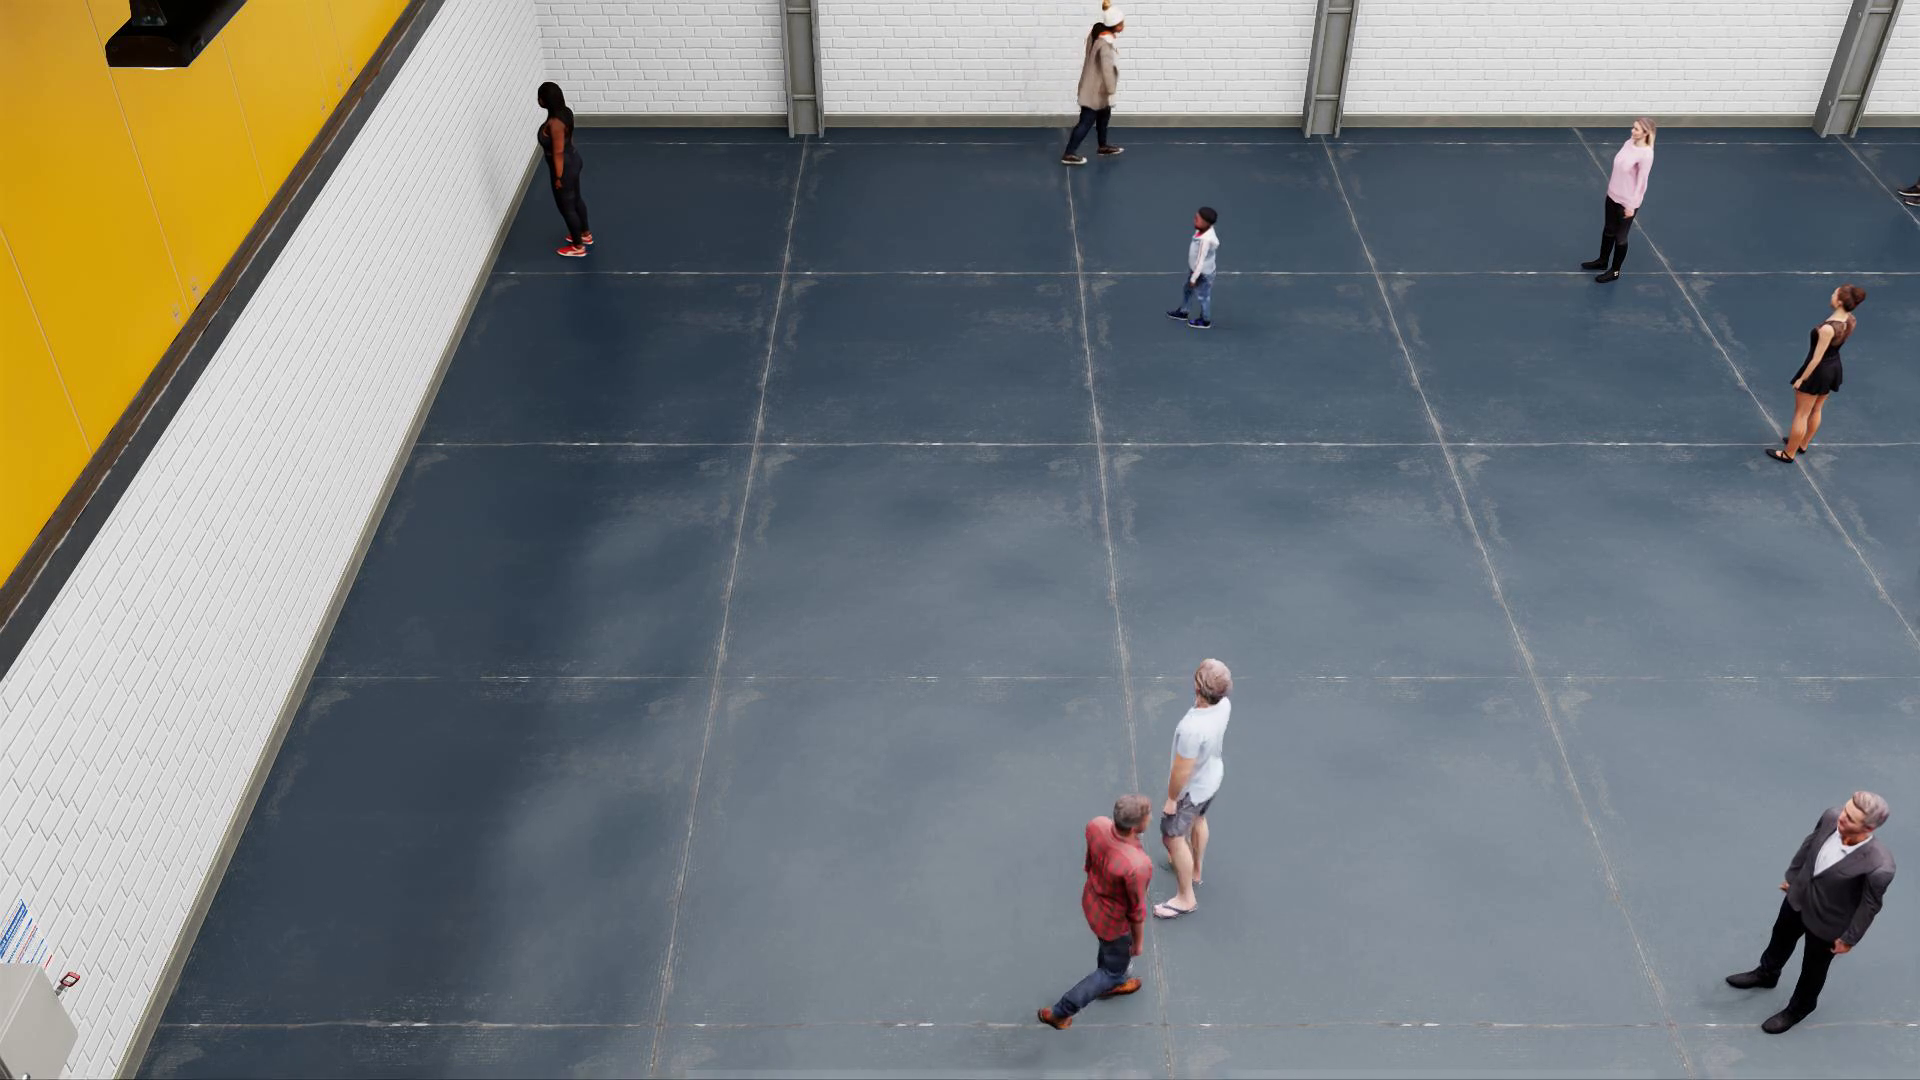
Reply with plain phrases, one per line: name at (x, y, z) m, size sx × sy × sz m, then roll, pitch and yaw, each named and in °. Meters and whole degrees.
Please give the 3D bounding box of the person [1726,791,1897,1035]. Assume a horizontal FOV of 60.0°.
person at (4.867, 2.071, 9.401) m, size 0.683 × 1.836 × 0.781 m, roll -9°, pitch 40°, yaw -12°

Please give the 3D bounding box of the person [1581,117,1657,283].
person at (6.521, -3.350, 16.309) m, size 0.608 × 1.688 × 0.648 m, roll -8°, pitch 39°, yaw -10°

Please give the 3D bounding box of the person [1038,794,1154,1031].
person at (0.783, 2.122, 9.363) m, size 1.122 × 1.805 × 0.958 m, roll -18°, pitch 42°, yaw -21°

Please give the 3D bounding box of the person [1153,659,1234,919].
person at (1.426, 1.504, 10.126) m, size 0.852 × 1.817 × 0.872 m, roll 16°, pitch 41°, yaw 19°

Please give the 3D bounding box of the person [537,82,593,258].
person at (-3.961, -3.729, 16.682) m, size 0.588 × 1.815 × 0.634 m, roll 0°, pitch 39°, yaw 0°

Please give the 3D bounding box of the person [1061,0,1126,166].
person at (1.391, -5.003, 18.237) m, size 0.960 × 1.864 × 0.719 m, roll -6°, pitch 39°, yaw -8°

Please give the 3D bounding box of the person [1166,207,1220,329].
person at (2.338, -2.559, 15.668) m, size 0.668 × 1.251 × 0.527 m, roll 4°, pitch 39°, yaw 5°

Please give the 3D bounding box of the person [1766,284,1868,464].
person at (7.171, -1.396, 13.872) m, size 0.663 × 1.675 × 0.739 m, roll -25°, pitch 45°, yaw -28°
